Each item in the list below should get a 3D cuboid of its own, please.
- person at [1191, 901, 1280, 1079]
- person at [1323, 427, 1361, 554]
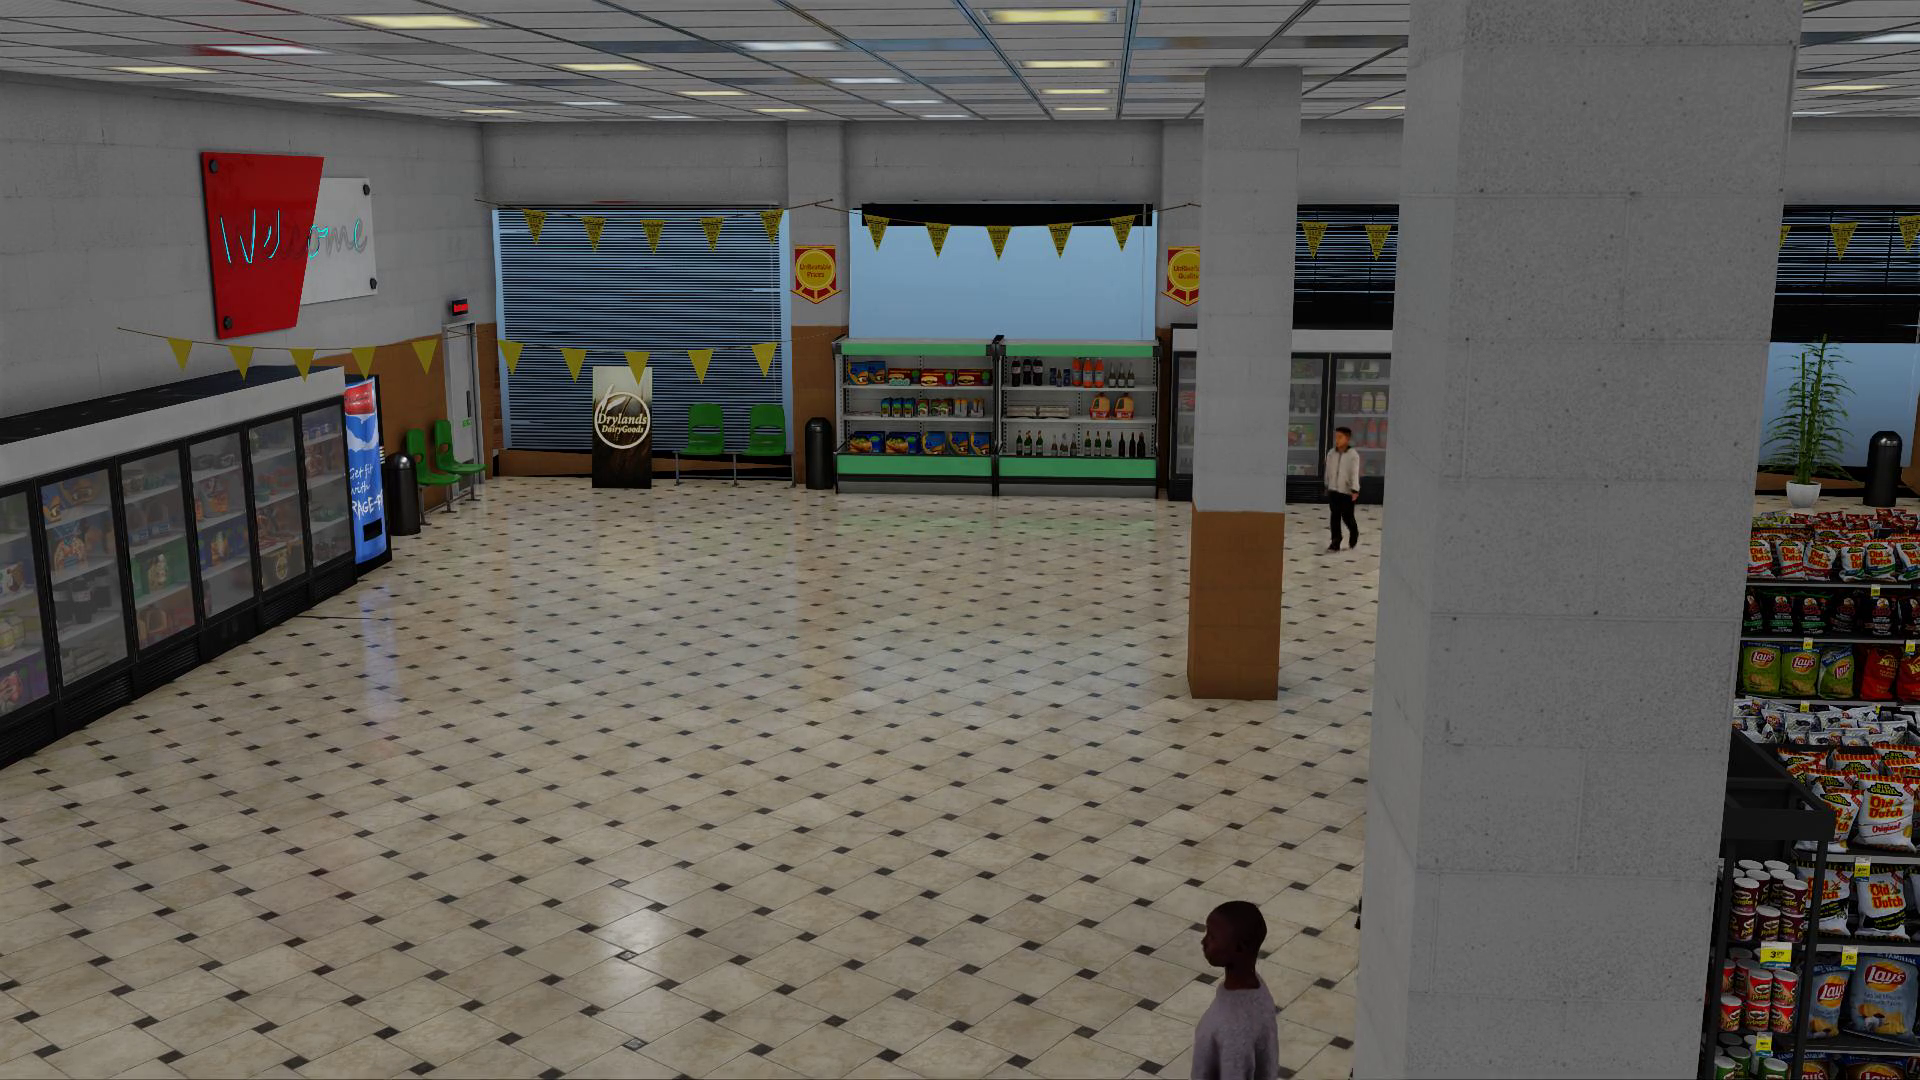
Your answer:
[{"bbox_3d":[1.007,2.071,5.670,0.638,1.763,0.667,3,12,15],"label":"person"},{"bbox_3d":[4.406,-0.576,19.008,0.805,1.446,0.854,11,16,42],"label":"person"}]
